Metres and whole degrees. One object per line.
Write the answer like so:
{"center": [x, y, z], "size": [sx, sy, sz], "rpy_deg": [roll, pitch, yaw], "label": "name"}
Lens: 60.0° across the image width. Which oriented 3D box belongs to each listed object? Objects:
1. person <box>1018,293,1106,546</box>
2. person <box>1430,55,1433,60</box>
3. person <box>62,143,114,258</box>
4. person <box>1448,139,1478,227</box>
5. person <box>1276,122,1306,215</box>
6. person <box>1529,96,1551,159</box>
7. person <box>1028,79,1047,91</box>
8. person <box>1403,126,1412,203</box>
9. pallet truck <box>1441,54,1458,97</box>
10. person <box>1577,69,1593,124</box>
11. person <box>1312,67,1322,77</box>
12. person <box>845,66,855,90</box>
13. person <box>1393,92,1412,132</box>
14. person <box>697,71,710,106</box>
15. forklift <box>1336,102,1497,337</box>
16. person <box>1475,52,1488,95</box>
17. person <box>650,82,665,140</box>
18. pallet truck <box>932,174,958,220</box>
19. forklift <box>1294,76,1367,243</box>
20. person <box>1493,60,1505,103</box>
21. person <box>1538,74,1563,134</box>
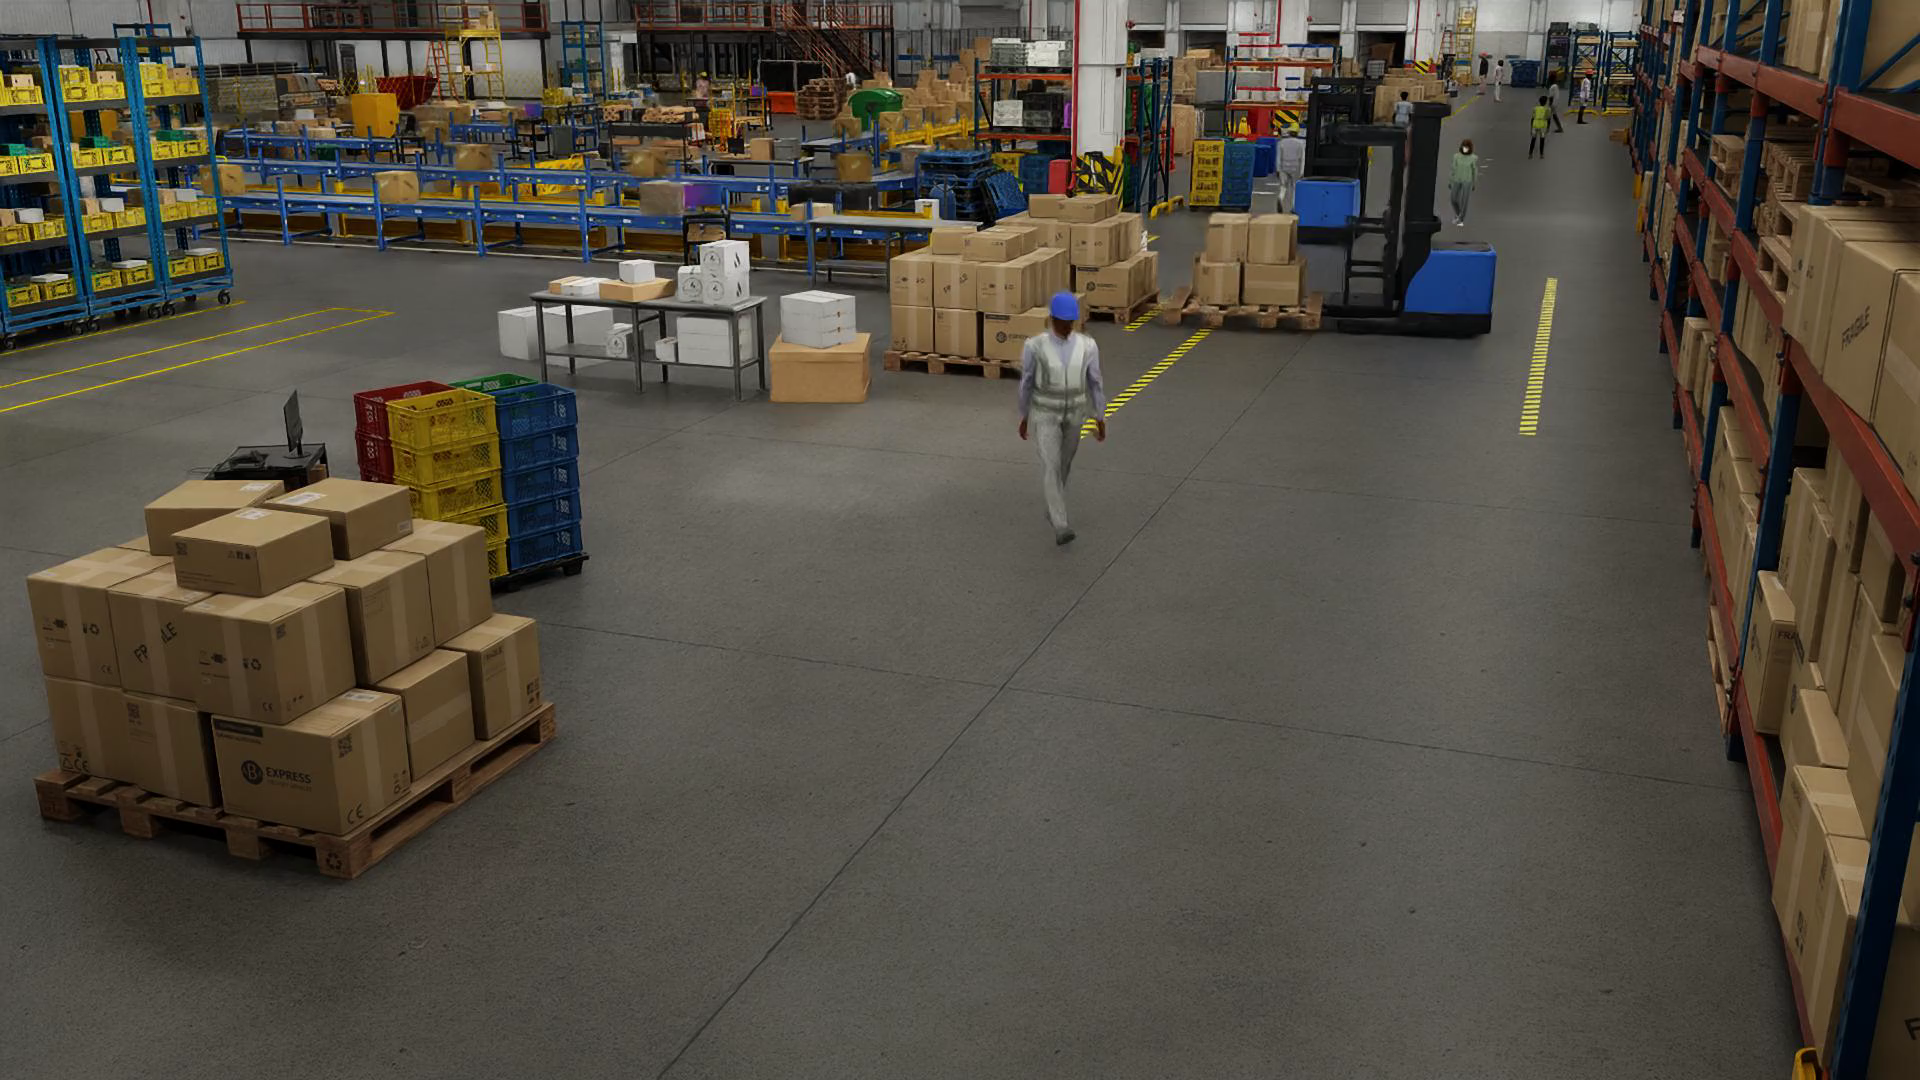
{"center": [0.805, -0.931, 12.679], "size": [0.640, 1.886, 1.050], "rpy_deg": [-5, 18, -15], "label": "person"}
{"center": [24.188, -24.100, 85.720], "size": [0.410, 1.753, 0.531], "rpy_deg": [6, 19, 19], "label": "person"}
{"center": [-14.336, -5.529, 27.174], "size": [0.973, 1.862, 0.648], "rpy_deg": [15, 23, 38], "label": "person"}
{"center": [9.452, -6.719, 31.296], "size": [0.529, 1.618, 0.343], "rpy_deg": [10, 20, 30], "label": "person"}
{"center": [6.555, -7.360, 33.008], "size": [0.594, 1.821, 0.542], "rpy_deg": [8, 19, 22], "label": "person"}
{"center": [15.980, -11.366, 45.820], "size": [0.542, 1.685, 0.321], "rpy_deg": [10, 20, 28], "label": "person"}
{"center": [2.899, -16.758, 62.175], "size": [0.688, 2.000, 0.962], "rpy_deg": [-2, 18, -7], "label": "person"}
{"center": [9.659, -8.052, 35.061], "size": [0.644, 1.898, 0.397], "rpy_deg": [5, 18, 15], "label": "person"}
{"center": [22.765, -21.886, 78.355], "size": [0.823, 1.965, 1.885], "rpy_deg": [-4, 18, -14], "label": "pallet truck"}
{"center": [22.493, -15.932, 59.772], "size": [0.399, 1.928, 0.542], "rpy_deg": [2, 18, 8], "label": "person"}
{"center": [15.284, -19.569, 71.295], "size": [0.508, 1.865, 0.329], "rpy_deg": [-7, 19, -22], "label": "person"}
{"center": [-4.442, -17.607, 65.114], "size": [0.730, 1.866, 0.610], "rpy_deg": [9, 20, 27], "label": "person"}
{"center": [12.973, -12.303, 48.791], "size": [0.537, 1.664, 0.844], "rpy_deg": [4, 18, 13], "label": "person"}
{"center": [-9.542, -16.624, 62.200], "size": [0.554, 1.750, 0.489], "rpy_deg": [-11, 21, -30], "label": "person"}
{"center": [5.780, -4.046, 20.867], "size": [1.873, 2.768, 1.129], "rpy_deg": [4, 18, 12], "label": "forklift"}
{"center": [25.261, -22.515, 80.336], "size": [0.390, 1.995, 0.613], "rpy_deg": [-4, 18, -12], "label": "person"}
{"center": [-9.173, -12.932, 50.443], "size": [0.380, 1.860, 0.546], "rpy_deg": [1, 18, 3], "label": "person"}
{"center": [-0.507, -5.292, 27.348], "size": [0.653, 1.274, 1.630], "rpy_deg": [6, 19, 19], "label": "pallet truck"}
{"center": [6.598, -6.755, 29.381], "size": [1.129, 2.768, 1.873], "rpy_deg": [6, 19, 19], "label": "forklift"}
{"center": [23.959, -20.389, 73.904], "size": [0.429, 1.843, 0.633], "rpy_deg": [2, 18, 6], "label": "person"}
{"center": [19.601, -14.438, 55.103], "size": [1.002, 1.905, 0.629], "rpy_deg": [13, 22, 36], "label": "person"}
